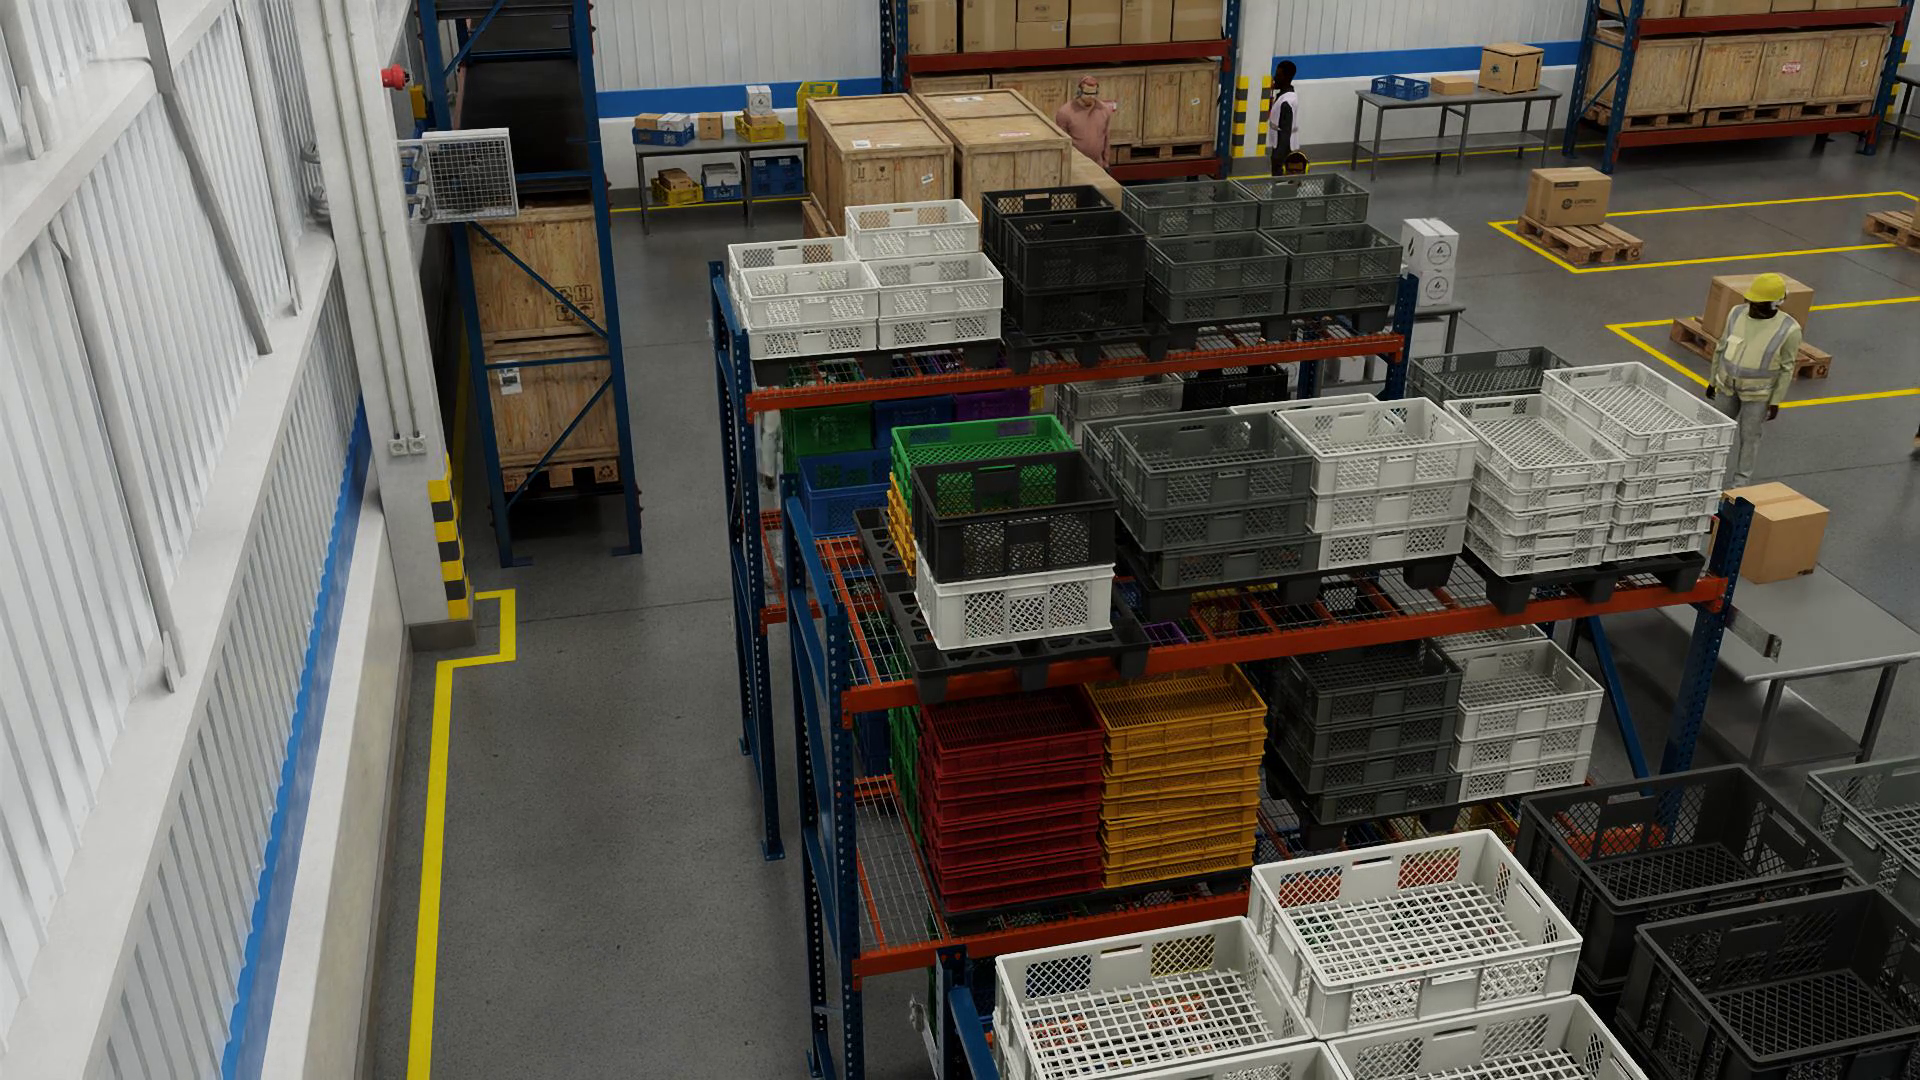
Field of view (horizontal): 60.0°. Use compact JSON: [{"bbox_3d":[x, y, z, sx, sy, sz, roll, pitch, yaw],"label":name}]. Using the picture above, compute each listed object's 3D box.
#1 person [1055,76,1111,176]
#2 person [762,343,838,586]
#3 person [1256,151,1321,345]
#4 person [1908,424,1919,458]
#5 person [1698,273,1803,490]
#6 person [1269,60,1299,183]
[{"bbox_3d":[1.337,-4.041,17.948,0.639,1.903,0.407,-10,29,-18],"label":"person"},{"bbox_3d":[-1.065,-0.524,11.334,0.676,1.863,0.342,-5,28,-9],"label":"person"},{"bbox_3d":[3.042,-2.677,15.395,0.535,1.868,0.309,4,28,7],"label":"person"},{"bbox_3d":[7.881,-1.348,13.074,0.547,1.686,0.368,18,33,30],"label":"person"},{"bbox_3d":[5.913,-1.145,12.535,0.404,1.825,0.586,-21,34,-34],"label":"person"},{"bbox_3d":[3.585,-4.375,18.560,0.388,1.921,0.594,4,28,7],"label":"person"}]
